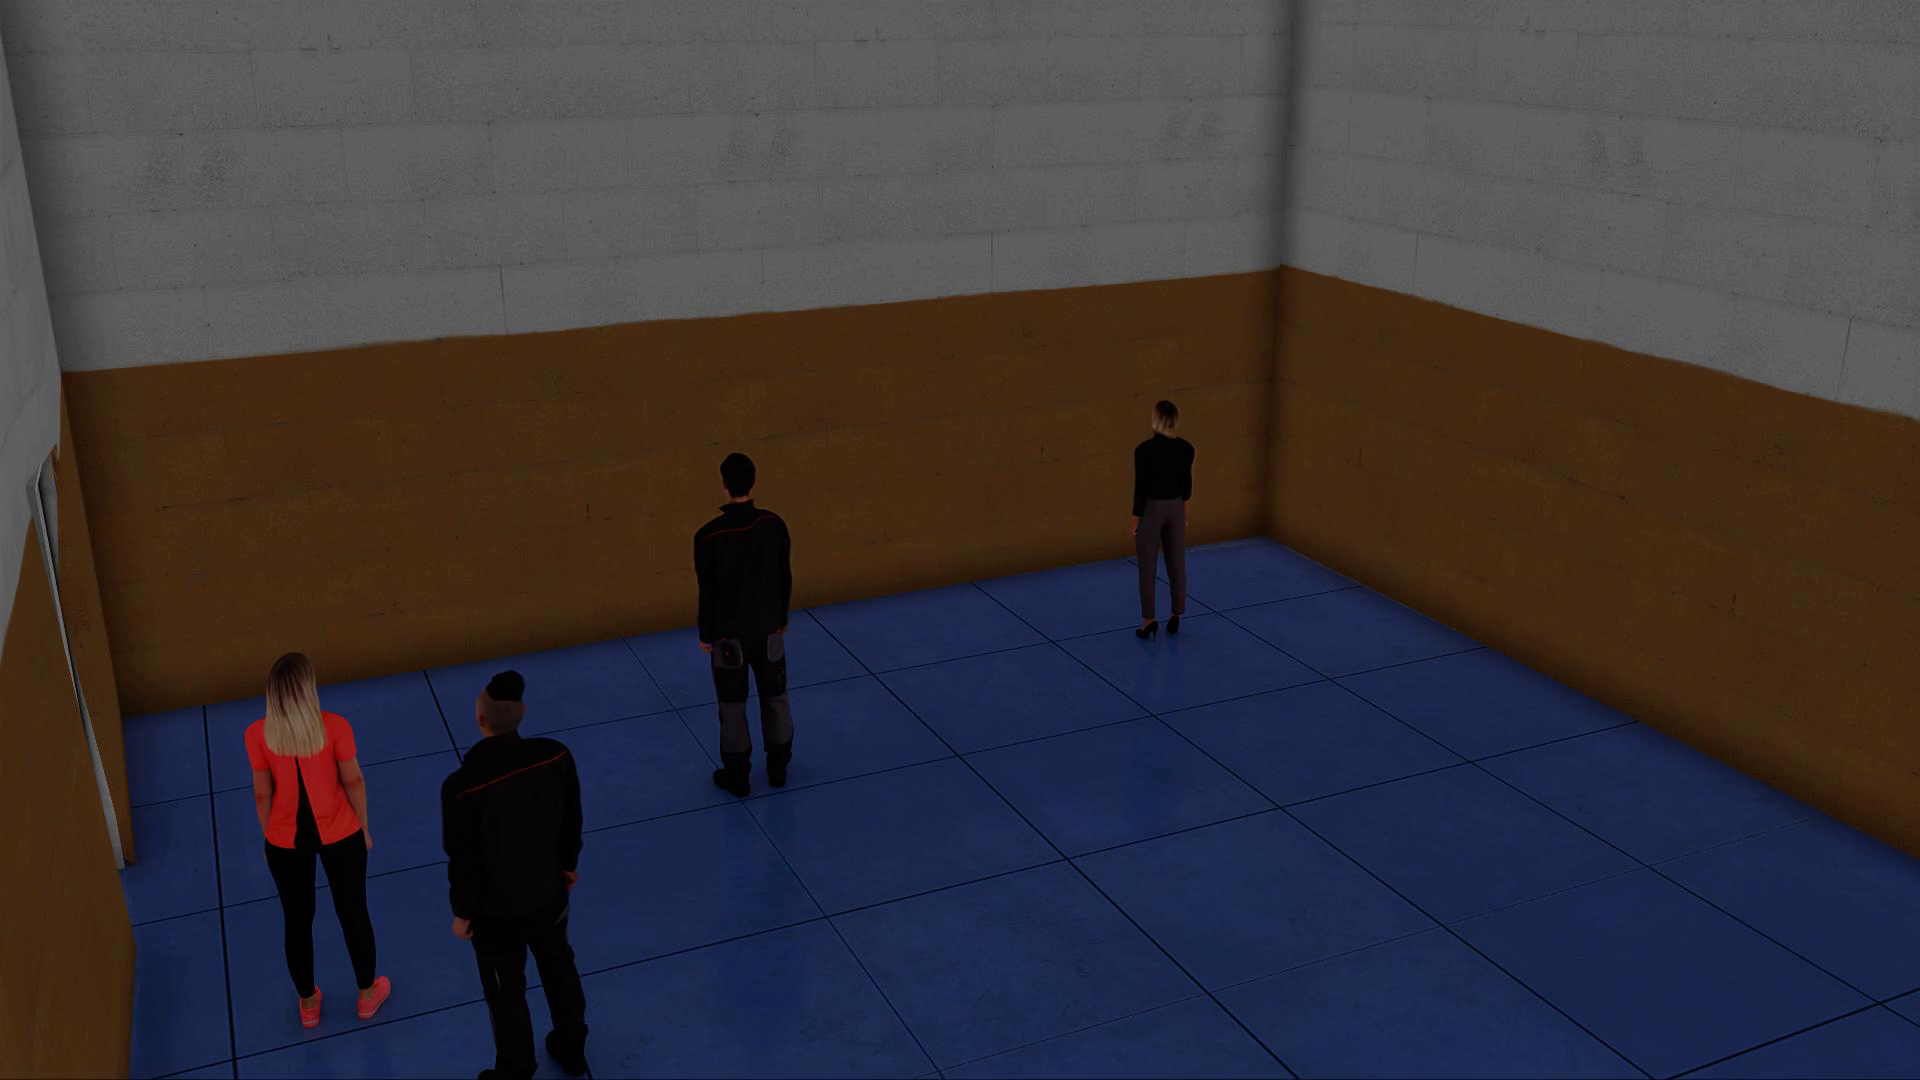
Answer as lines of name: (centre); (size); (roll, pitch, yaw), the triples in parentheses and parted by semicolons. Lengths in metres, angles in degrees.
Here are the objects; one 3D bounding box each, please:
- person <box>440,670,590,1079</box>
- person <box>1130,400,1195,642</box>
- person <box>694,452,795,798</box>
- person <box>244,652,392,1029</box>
person: (-1.742, 1.355, 6.558); (0.901, 1.859, 0.706); (17, 25, 41)
person: (1.364, -0.129, 11.290); (0.487, 1.670, 0.668); (-7, 20, -20)
person: (-1.171, 0.458, 9.118); (0.521, 1.946, 0.758); (-9, 21, -26)
person: (-2.754, 1.274, 7.092); (0.541, 1.693, 0.703); (-4, 19, -11)
